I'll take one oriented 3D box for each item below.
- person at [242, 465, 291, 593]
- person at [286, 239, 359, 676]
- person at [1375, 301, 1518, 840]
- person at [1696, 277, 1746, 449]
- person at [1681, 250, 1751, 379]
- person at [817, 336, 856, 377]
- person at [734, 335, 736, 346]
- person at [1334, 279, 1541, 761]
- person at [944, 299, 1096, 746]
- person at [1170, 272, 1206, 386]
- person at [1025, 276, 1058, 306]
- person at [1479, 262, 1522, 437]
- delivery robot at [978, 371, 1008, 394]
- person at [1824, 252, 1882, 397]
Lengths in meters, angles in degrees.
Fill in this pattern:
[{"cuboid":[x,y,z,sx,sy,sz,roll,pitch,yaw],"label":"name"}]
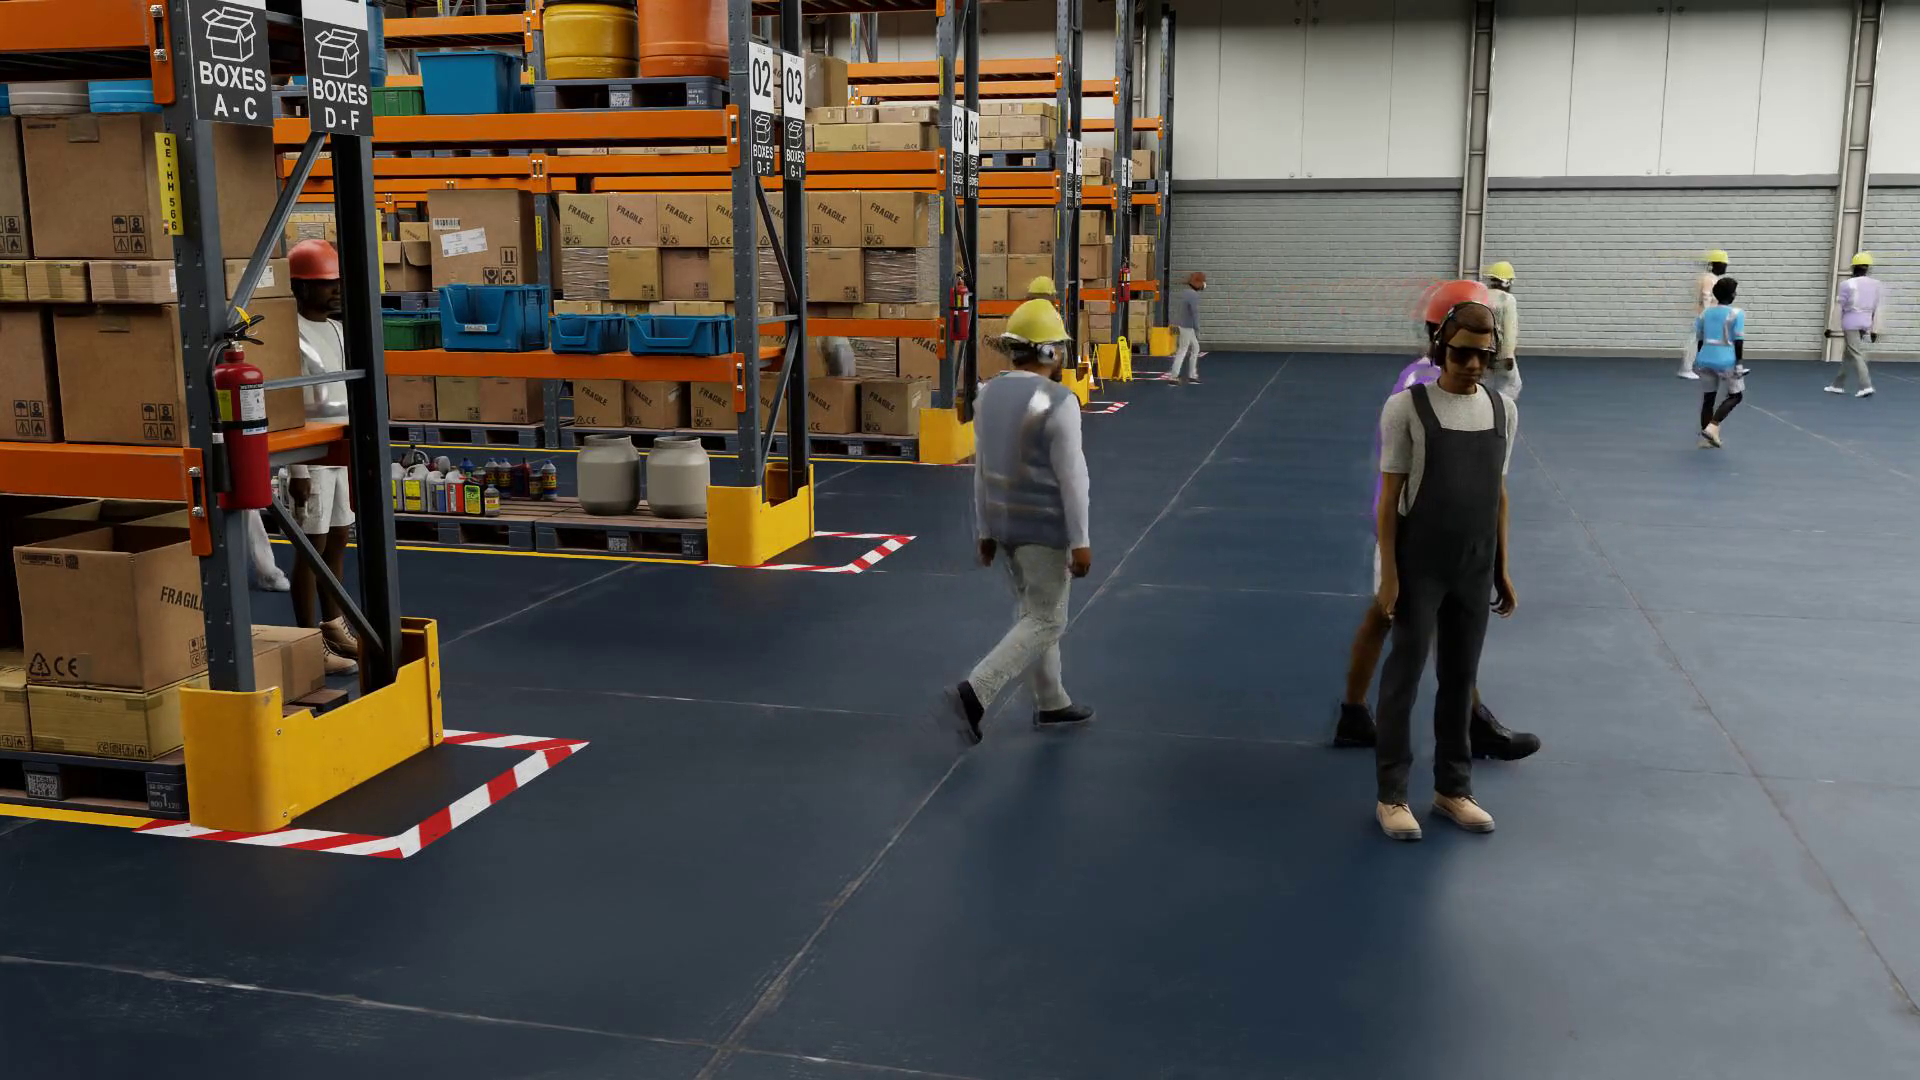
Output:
[{"cuboid":[-4.252,-0.496,9.723,0.845,1.599,0.513,2,10,12],"label":"person"},{"cuboid":[-3.003,-0.388,7.880,0.372,2.044,0.607,1,10,6],"label":"person"},{"cuboid":[1.669,0.107,5.704,0.505,1.839,0.344,-3,11,-14],"label":"person"},{"cuboid":[7.400,-1.713,16.193,0.360,1.684,0.551,-5,11,-27],"label":"person"},{"cuboid":[11.015,-3.256,24.207,0.611,1.875,0.989,-9,13,-40],"label":"person"},{"cuboid":[-1.337,-2.005,17.180,0.586,1.923,0.633,3,11,15],"label":"person"},{"cuboid":[-2.518,-2.189,18.816,0.319,1.698,0.532,7,12,35],"label":"person"},{"cuboid":[1.918,-0.062,6.502,0.905,1.878,0.574,1,10,7],"label":"person"},{"cuboid":[0.255,-0.061,6.715,0.755,1.813,0.598,-6,12,-32],"label":"person"},{"cuboid":[3.246,-2.935,23.202,0.676,1.592,0.524,-1,10,-3],"label":"person"},{"cuboid":[0.651,-1.482,14.832,0.463,1.732,0.489,-3,11,-17],"label":"person"},{"cuboid":[5.543,-1.936,17.075,0.513,1.814,0.625,-4,11,-21],"label":"person"},{"cuboid":[0.504,-1.685,18.929,0.707,0.478,0.477,3,11,16],"label":"delivery robot"},{"cuboid":[11.763,-2.821,21.818,0.587,1.886,0.980,-3,11,-16],"label":"person"}]
